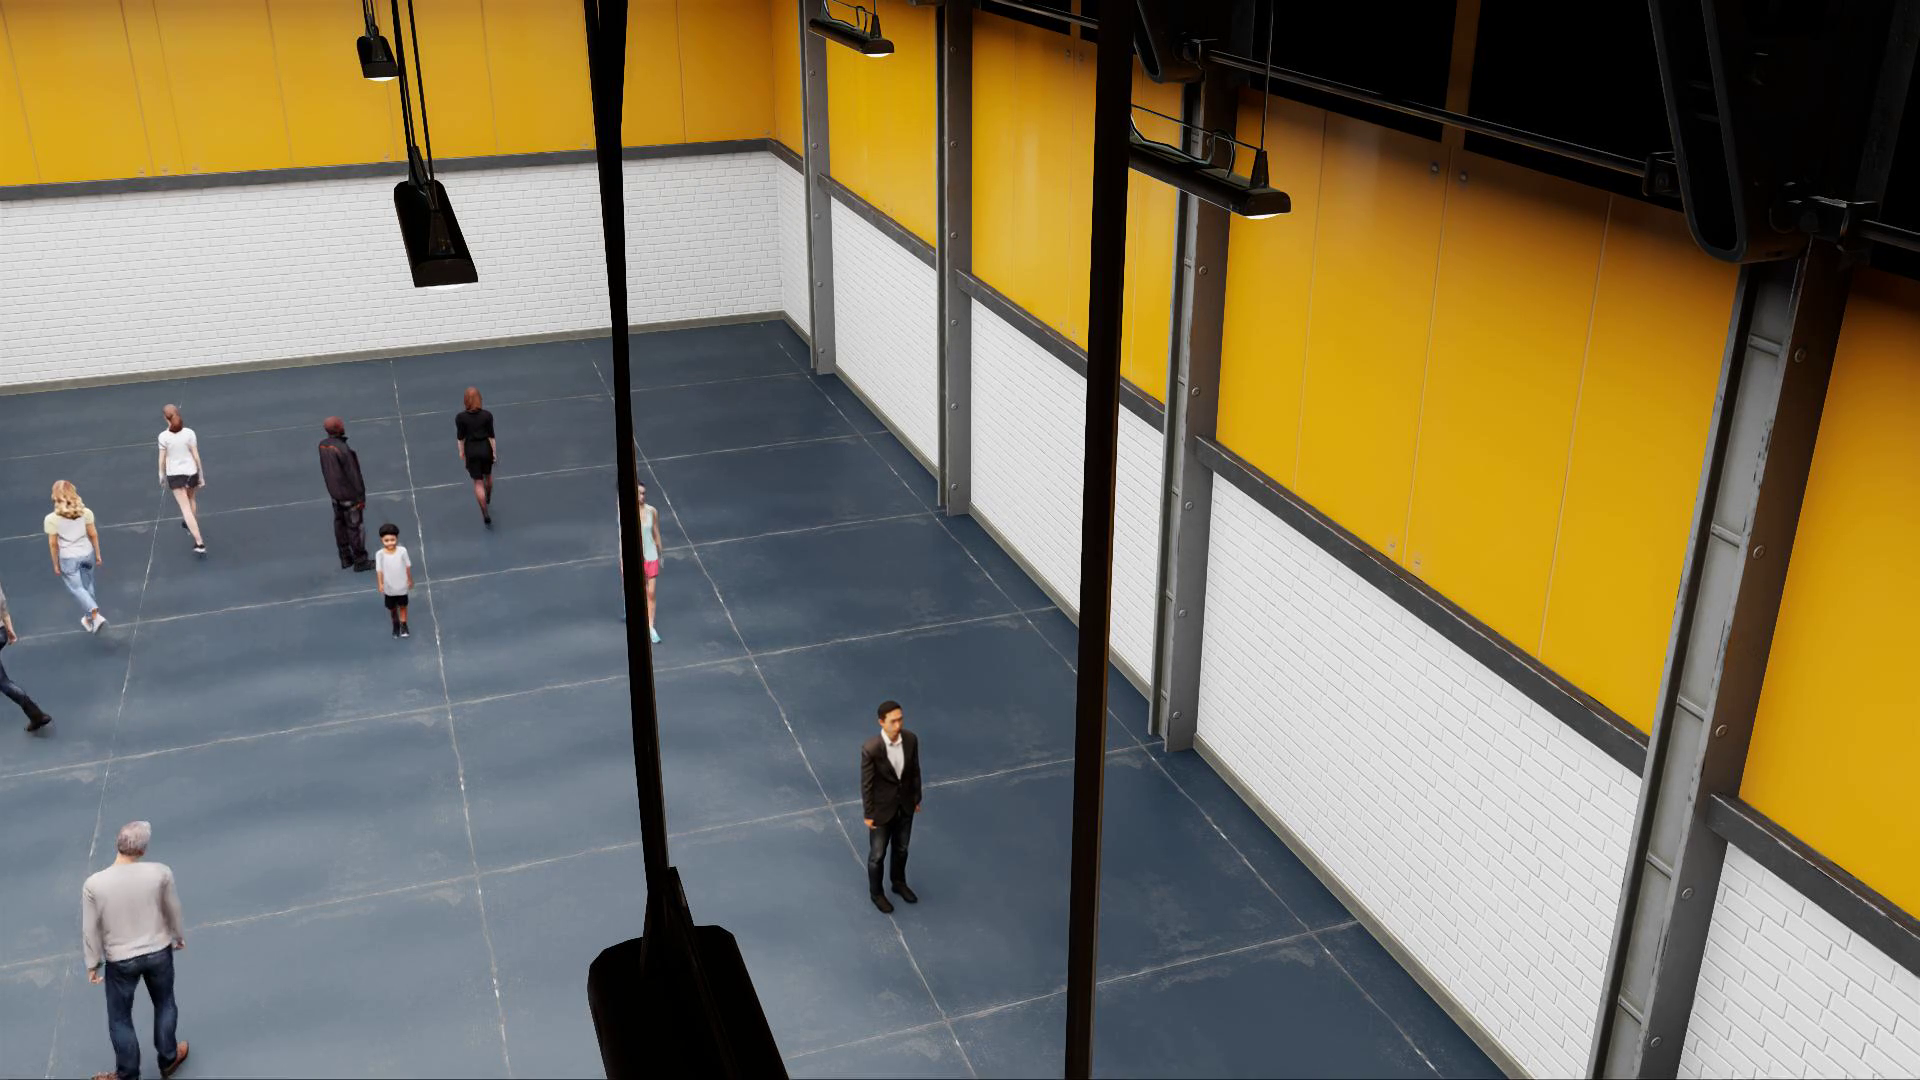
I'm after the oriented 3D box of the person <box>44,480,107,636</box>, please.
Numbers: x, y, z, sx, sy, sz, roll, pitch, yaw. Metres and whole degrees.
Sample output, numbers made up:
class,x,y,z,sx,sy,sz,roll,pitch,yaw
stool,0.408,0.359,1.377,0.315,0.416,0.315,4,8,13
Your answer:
class,x,y,z,sx,sy,sz,roll,pitch,yaw
person,-9.099,0.226,17.182,1.029,1.707,0.866,22,32,40

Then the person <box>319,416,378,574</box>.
class,x,y,z,sx,sy,sz,roll,pitch,yaw
person,-6.953,-0.535,18.774,0.765,1.827,0.854,14,27,29

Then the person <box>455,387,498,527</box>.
class,x,y,z,sx,sy,sz,roll,pitch,yaw
person,-5.778,-0.966,19.979,0.621,1.653,1.050,-7,25,-16

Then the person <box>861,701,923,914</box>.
class,x,y,z,sx,sy,sz,roll,pitch,yaw
person,-0.554,2.043,12.908,0.705,1.802,0.608,-14,27,-29

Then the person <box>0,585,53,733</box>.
class,x,y,z,sx,sy,sz,roll,pitch,yaw
person,-8.894,0.943,15.335,1.198,1.874,1.264,5,24,12

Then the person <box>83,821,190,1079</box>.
class,x,y,z,sx,sy,sz,roll,pitch,yaw
person,-5.506,2.814,11.078,0.977,1.856,0.793,-22,32,-40

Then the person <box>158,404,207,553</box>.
class,x,y,z,sx,sy,sz,roll,pitch,yaw
person,-8.964,-0.671,19.240,0.887,1.702,1.234,-20,30,-37

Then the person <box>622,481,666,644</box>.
class,x,y,z,sx,sy,sz,roll,pitch,yaw
person,-3.322,0.198,17.185,0.690,1.757,0.845,-13,27,-28

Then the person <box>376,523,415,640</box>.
class,x,y,z,sx,sy,sz,roll,pitch,yaw
person,-5.903,0.394,17.363,0.506,1.255,0.503,-9,25,-20
